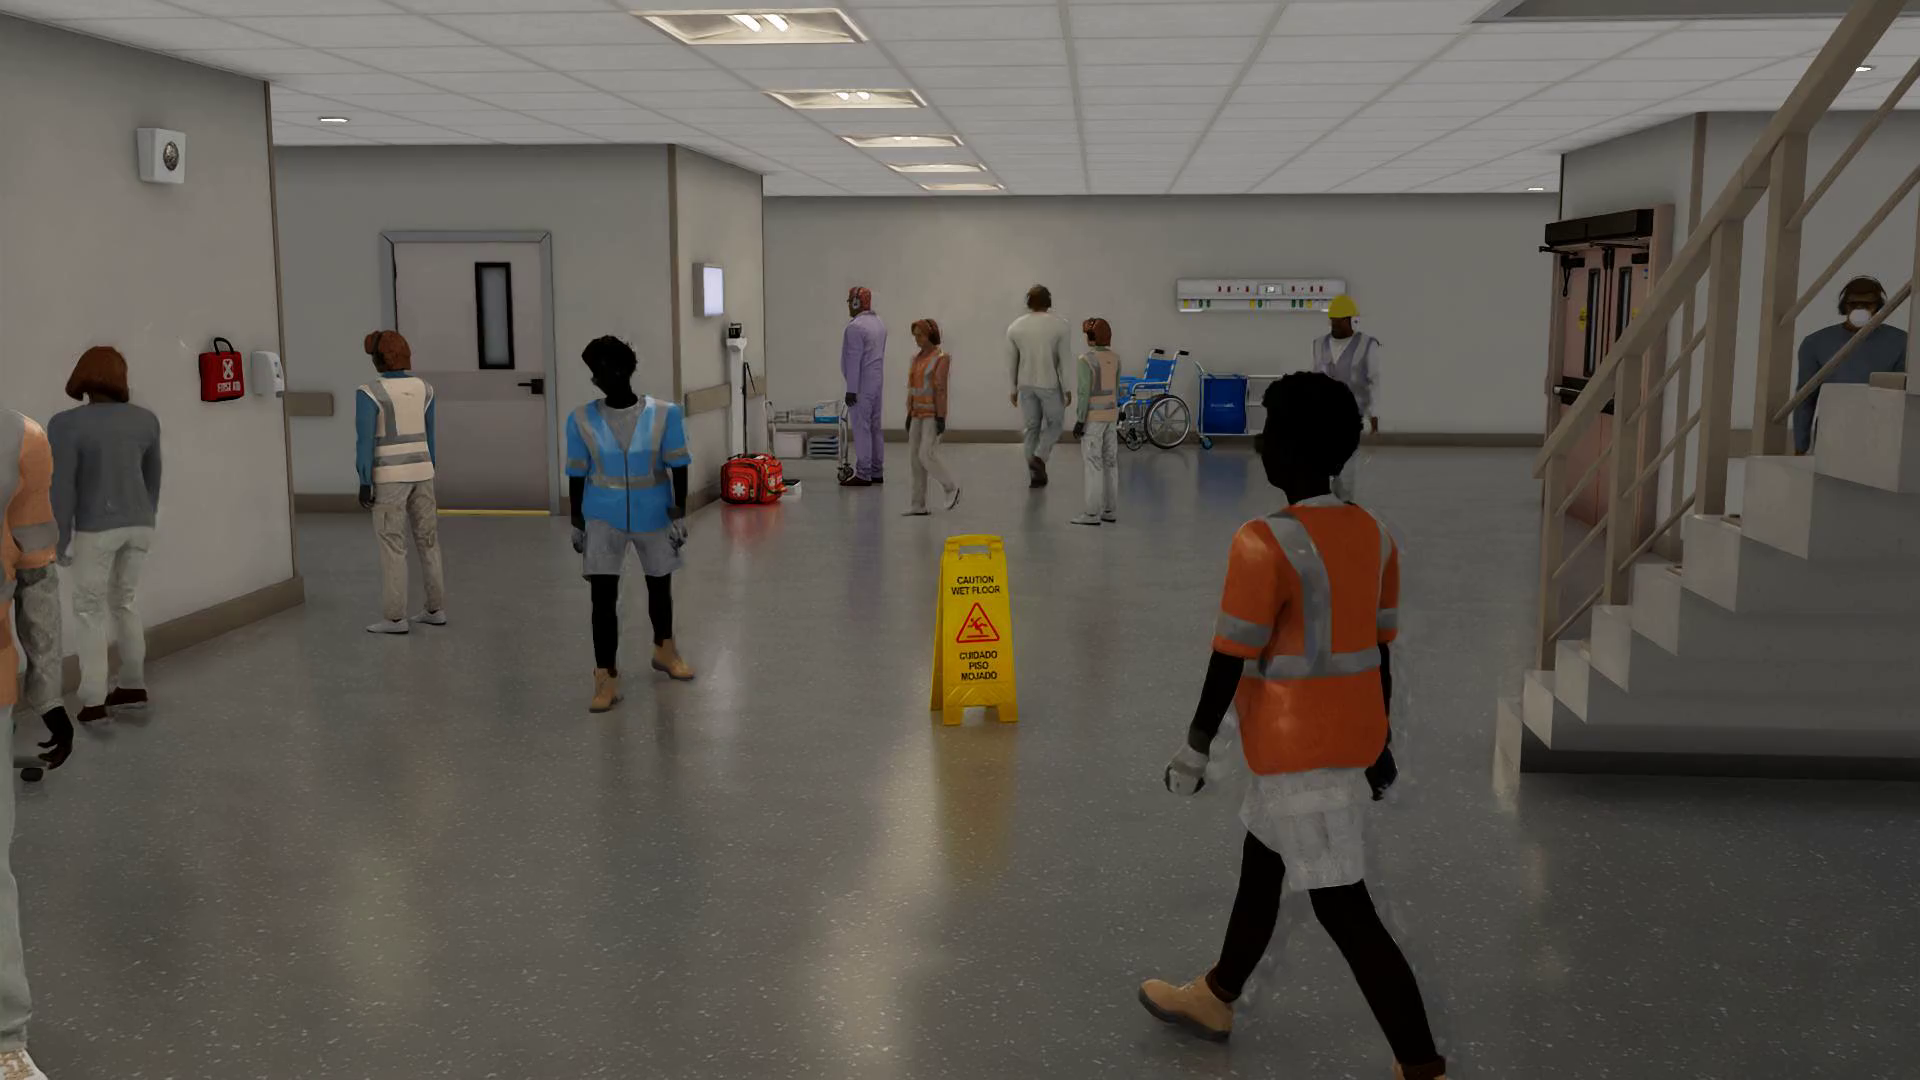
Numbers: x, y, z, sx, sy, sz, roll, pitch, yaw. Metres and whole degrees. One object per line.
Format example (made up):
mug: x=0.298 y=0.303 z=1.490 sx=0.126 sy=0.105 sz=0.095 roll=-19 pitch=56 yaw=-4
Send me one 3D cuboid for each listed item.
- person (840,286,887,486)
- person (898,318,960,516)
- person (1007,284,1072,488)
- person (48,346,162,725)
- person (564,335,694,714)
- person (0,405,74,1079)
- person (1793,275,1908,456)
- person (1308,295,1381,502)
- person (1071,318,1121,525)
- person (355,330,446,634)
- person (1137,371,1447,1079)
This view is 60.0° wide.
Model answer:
person: x=-0.941 y=-1.465 z=15.911 sx=0.399 sy=1.903 sz=0.650 roll=3 pitch=9 yaw=20
person: x=-0.264 y=-0.998 z=13.616 sx=0.401 sy=1.626 sz=0.536 roll=-6 pitch=10 yaw=-33
person: x=0.730 y=-1.425 z=15.546 sx=0.642 sy=1.922 sz=0.525 roll=4 pitch=9 yaw=23
person: x=-3.665 y=-0.029 z=7.175 sx=0.357 sy=1.601 sz=0.511 roll=5 pitch=10 yaw=30
person: x=-1.492 y=-0.101 z=7.520 sx=0.559 sy=1.648 sz=0.773 roll=-2 pitch=9 yaw=-11
person: x=-2.249 y=0.333 z=3.598 sx=0.588 sy=1.923 sz=0.383 roll=-6 pitch=10 yaw=-36
person: x=5.140 y=-0.547 z=9.578 sx=0.631 sy=1.931 sz=0.382 roll=5 pitch=10 yaw=31
person: x=3.017 y=-1.041 z=13.293 sx=0.610 sy=1.811 sz=0.515 roll=7 pitch=11 yaw=38
person: x=1.090 y=-0.936 z=13.186 sx=0.309 sy=1.641 sz=0.515 roll=7 pitch=11 yaw=39
person: x=-3.027 y=-0.312 z=8.982 sx=0.318 sy=1.630 sz=0.514 roll=5 pitch=10 yaw=29
person: x=0.777 y=0.455 z=3.699 sx=0.907 sy=1.649 sz=0.534 roll=7 pitch=11 yaw=38
